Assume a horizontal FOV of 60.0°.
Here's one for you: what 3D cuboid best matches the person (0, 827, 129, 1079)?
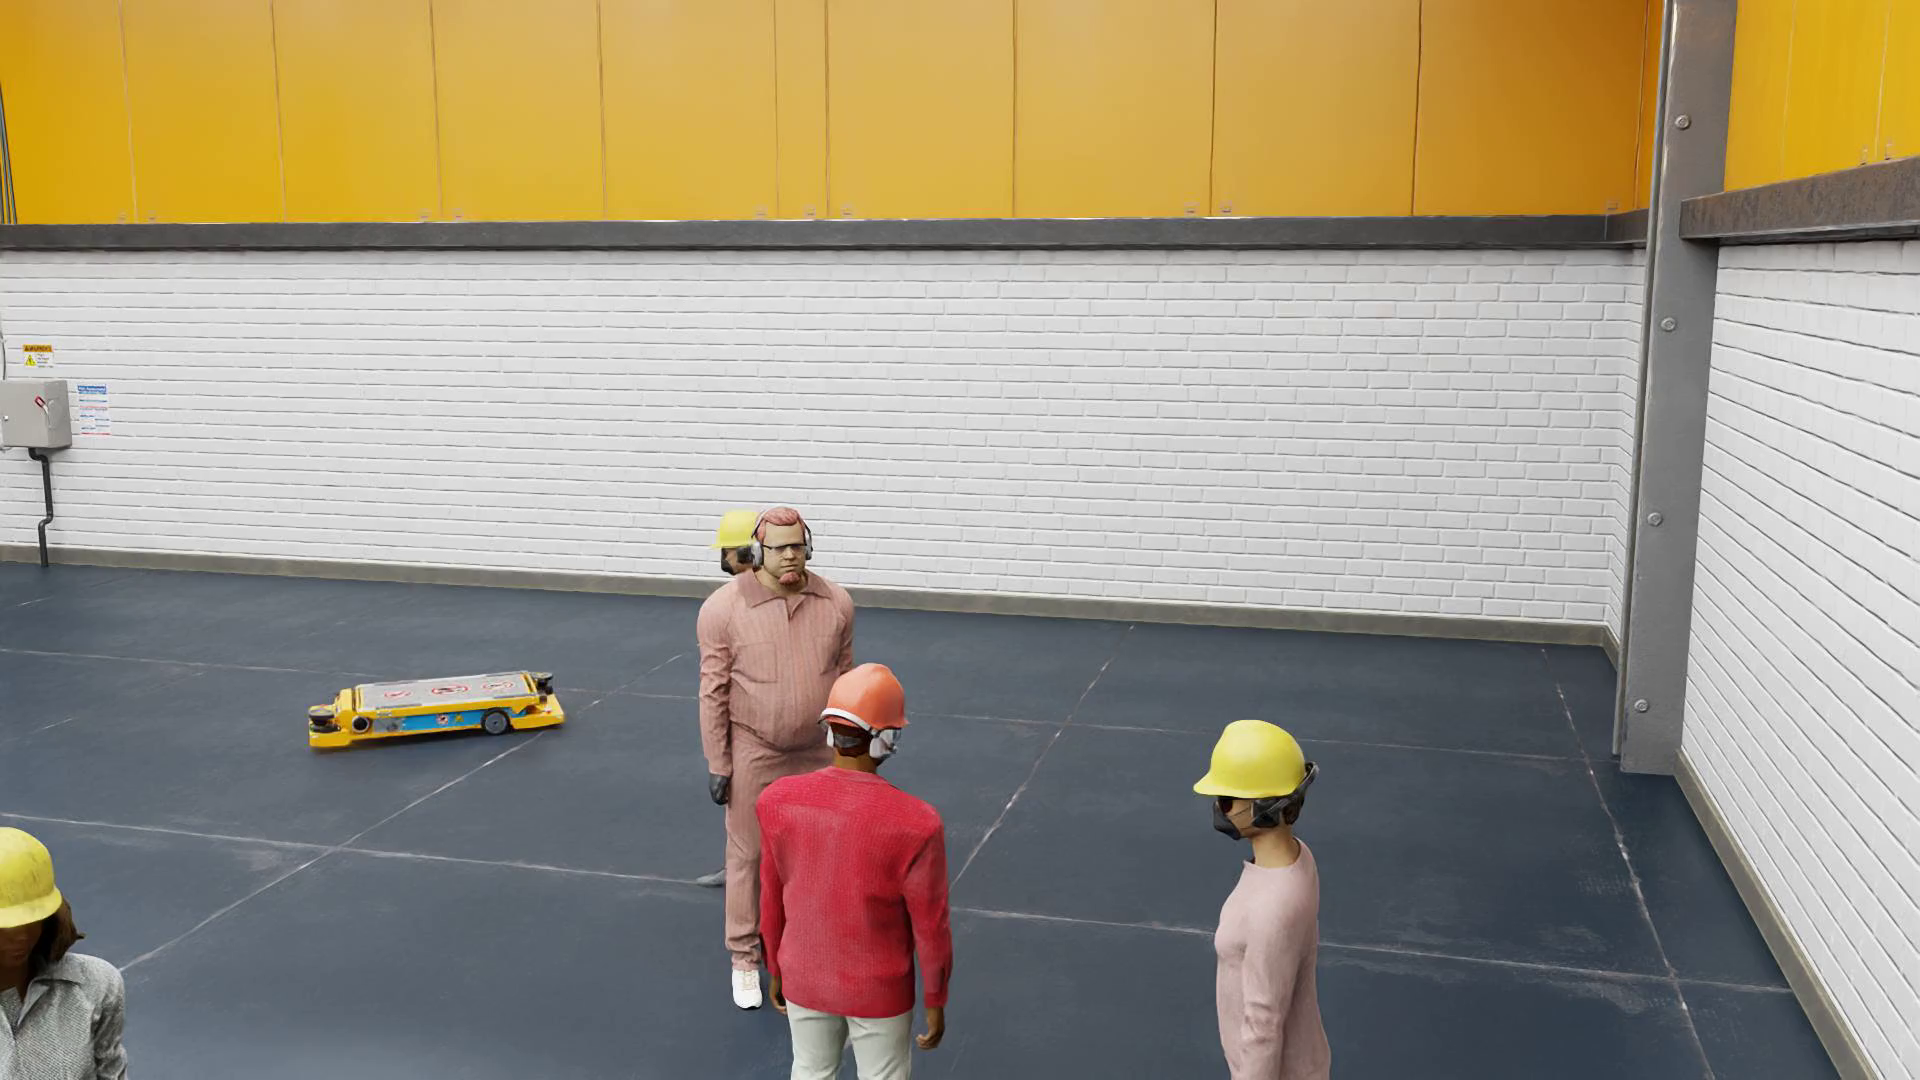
[{"bbox_3d":[-1.868,1.413,3.332,0.299,1.743,0.486,7,12,35],"label":"person"}]

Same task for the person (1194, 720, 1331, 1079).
[{"bbox_3d":[0.717,1.291,4.001,0.340,1.760,0.526,2,10,14],"label":"person"}]

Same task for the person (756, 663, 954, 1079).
[{"bbox_3d":[-0.282,1.197,4.616,0.575,1.738,0.351,4,10,20],"label":"person"}]

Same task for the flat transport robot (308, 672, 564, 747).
[{"bbox_3d":[-3.163,1.006,10.050,1.431,0.197,0.652,-4,10,-20],"label":"flat transport robot"}]

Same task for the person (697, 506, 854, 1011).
[{"bbox_3d":[-0.670,0.816,6.361,0.642,1.909,0.410,-5,11,-27],"label":"person"}]
